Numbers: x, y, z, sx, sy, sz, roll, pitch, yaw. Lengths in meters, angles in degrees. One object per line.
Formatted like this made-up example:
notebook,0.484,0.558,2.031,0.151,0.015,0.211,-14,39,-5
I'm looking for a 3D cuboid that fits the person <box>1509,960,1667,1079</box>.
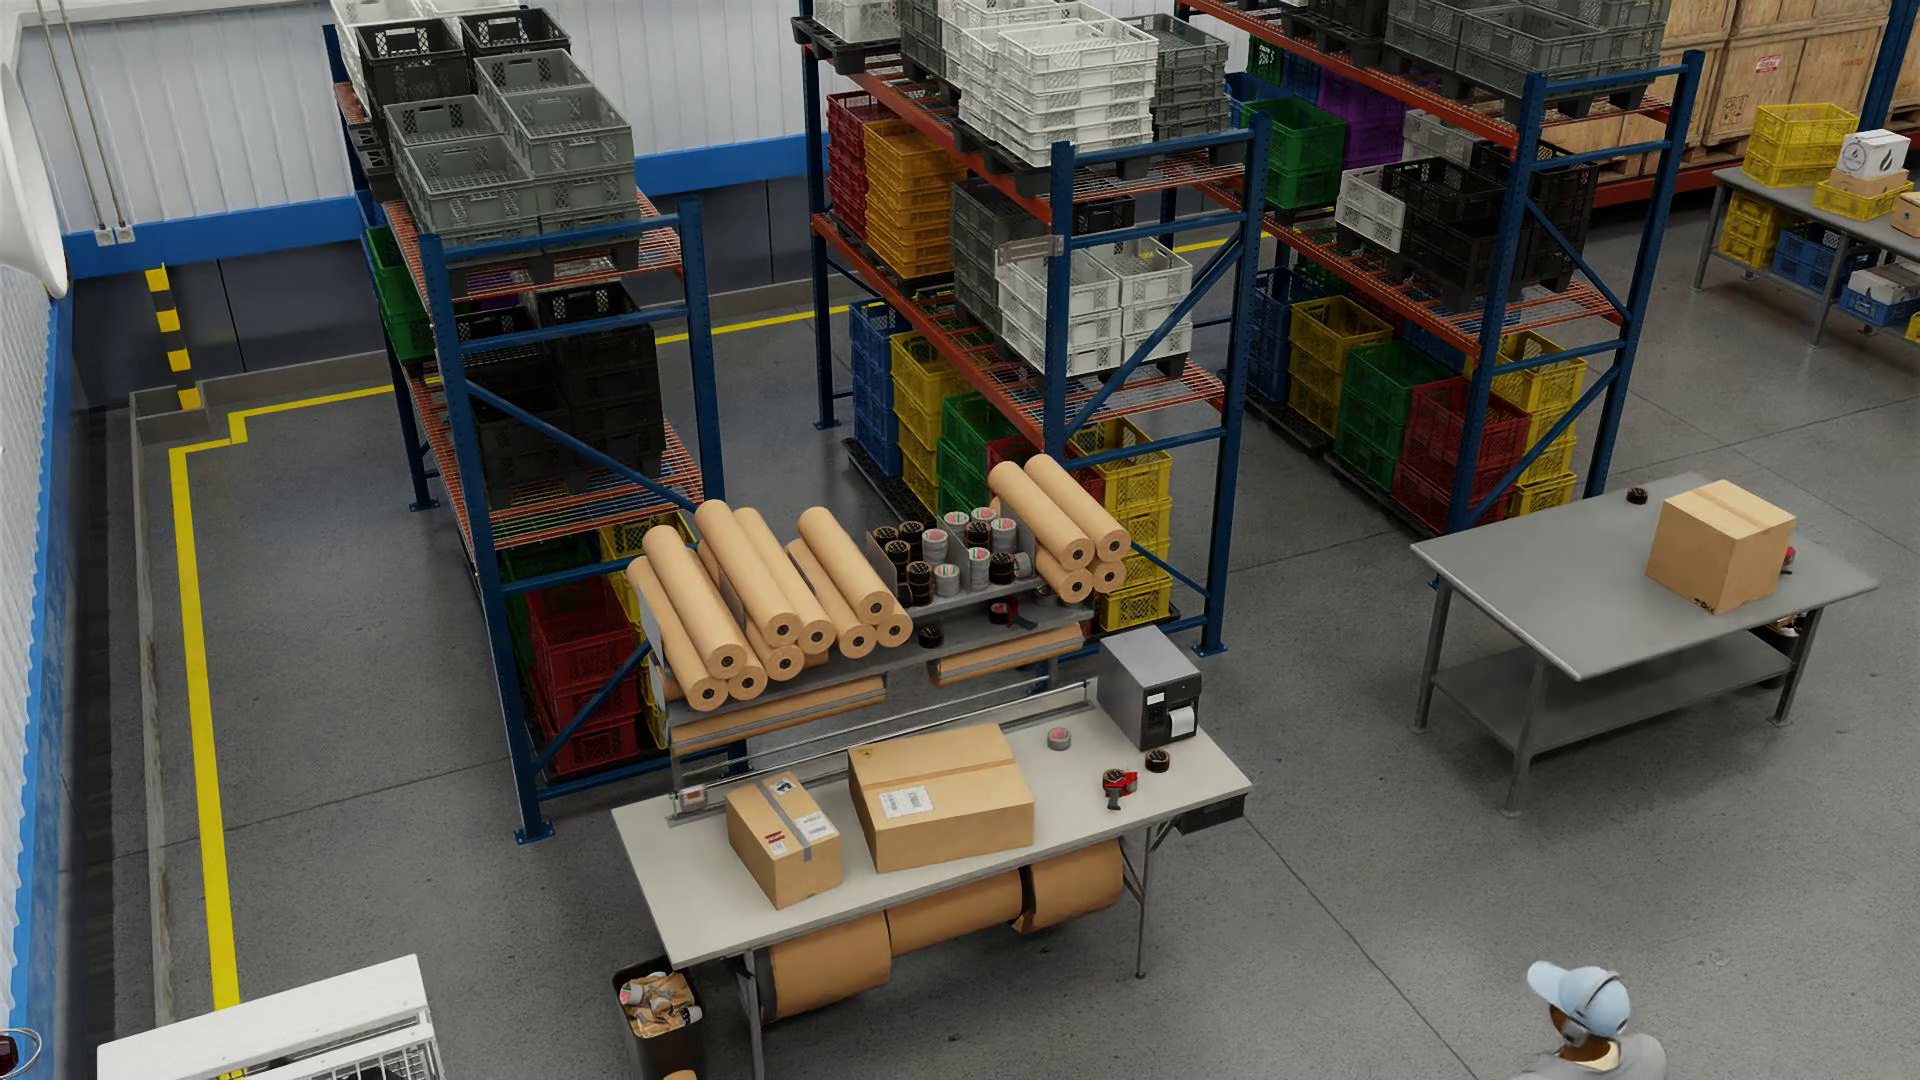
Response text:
person,1.816,2.008,5.199,0.596,1.852,0.378,-13,34,-20
